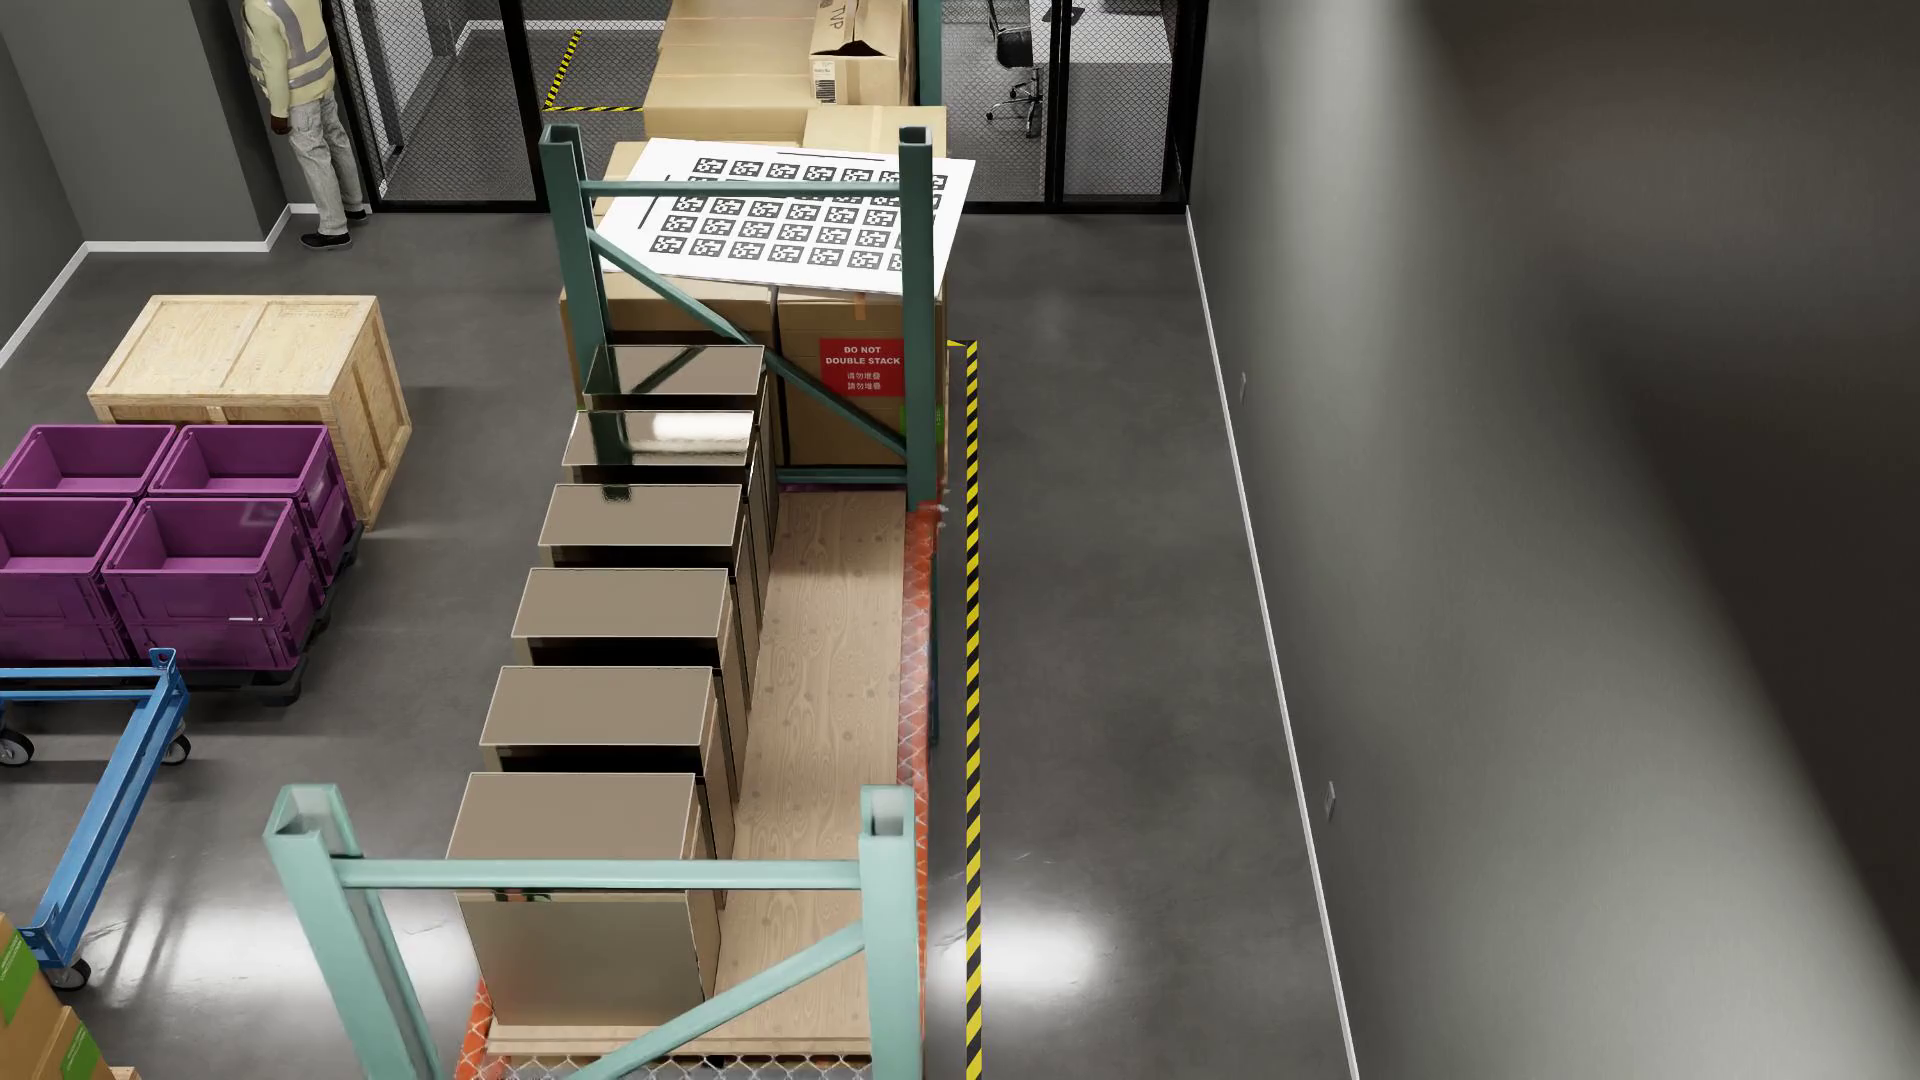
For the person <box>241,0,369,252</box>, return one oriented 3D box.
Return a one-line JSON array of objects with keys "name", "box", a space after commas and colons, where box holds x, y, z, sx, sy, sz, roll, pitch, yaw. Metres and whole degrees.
[{"name": "person", "box": [-3.471, -2.392, 8.700, 0.404, 1.833, 0.590, 5, 41, 5]}]
